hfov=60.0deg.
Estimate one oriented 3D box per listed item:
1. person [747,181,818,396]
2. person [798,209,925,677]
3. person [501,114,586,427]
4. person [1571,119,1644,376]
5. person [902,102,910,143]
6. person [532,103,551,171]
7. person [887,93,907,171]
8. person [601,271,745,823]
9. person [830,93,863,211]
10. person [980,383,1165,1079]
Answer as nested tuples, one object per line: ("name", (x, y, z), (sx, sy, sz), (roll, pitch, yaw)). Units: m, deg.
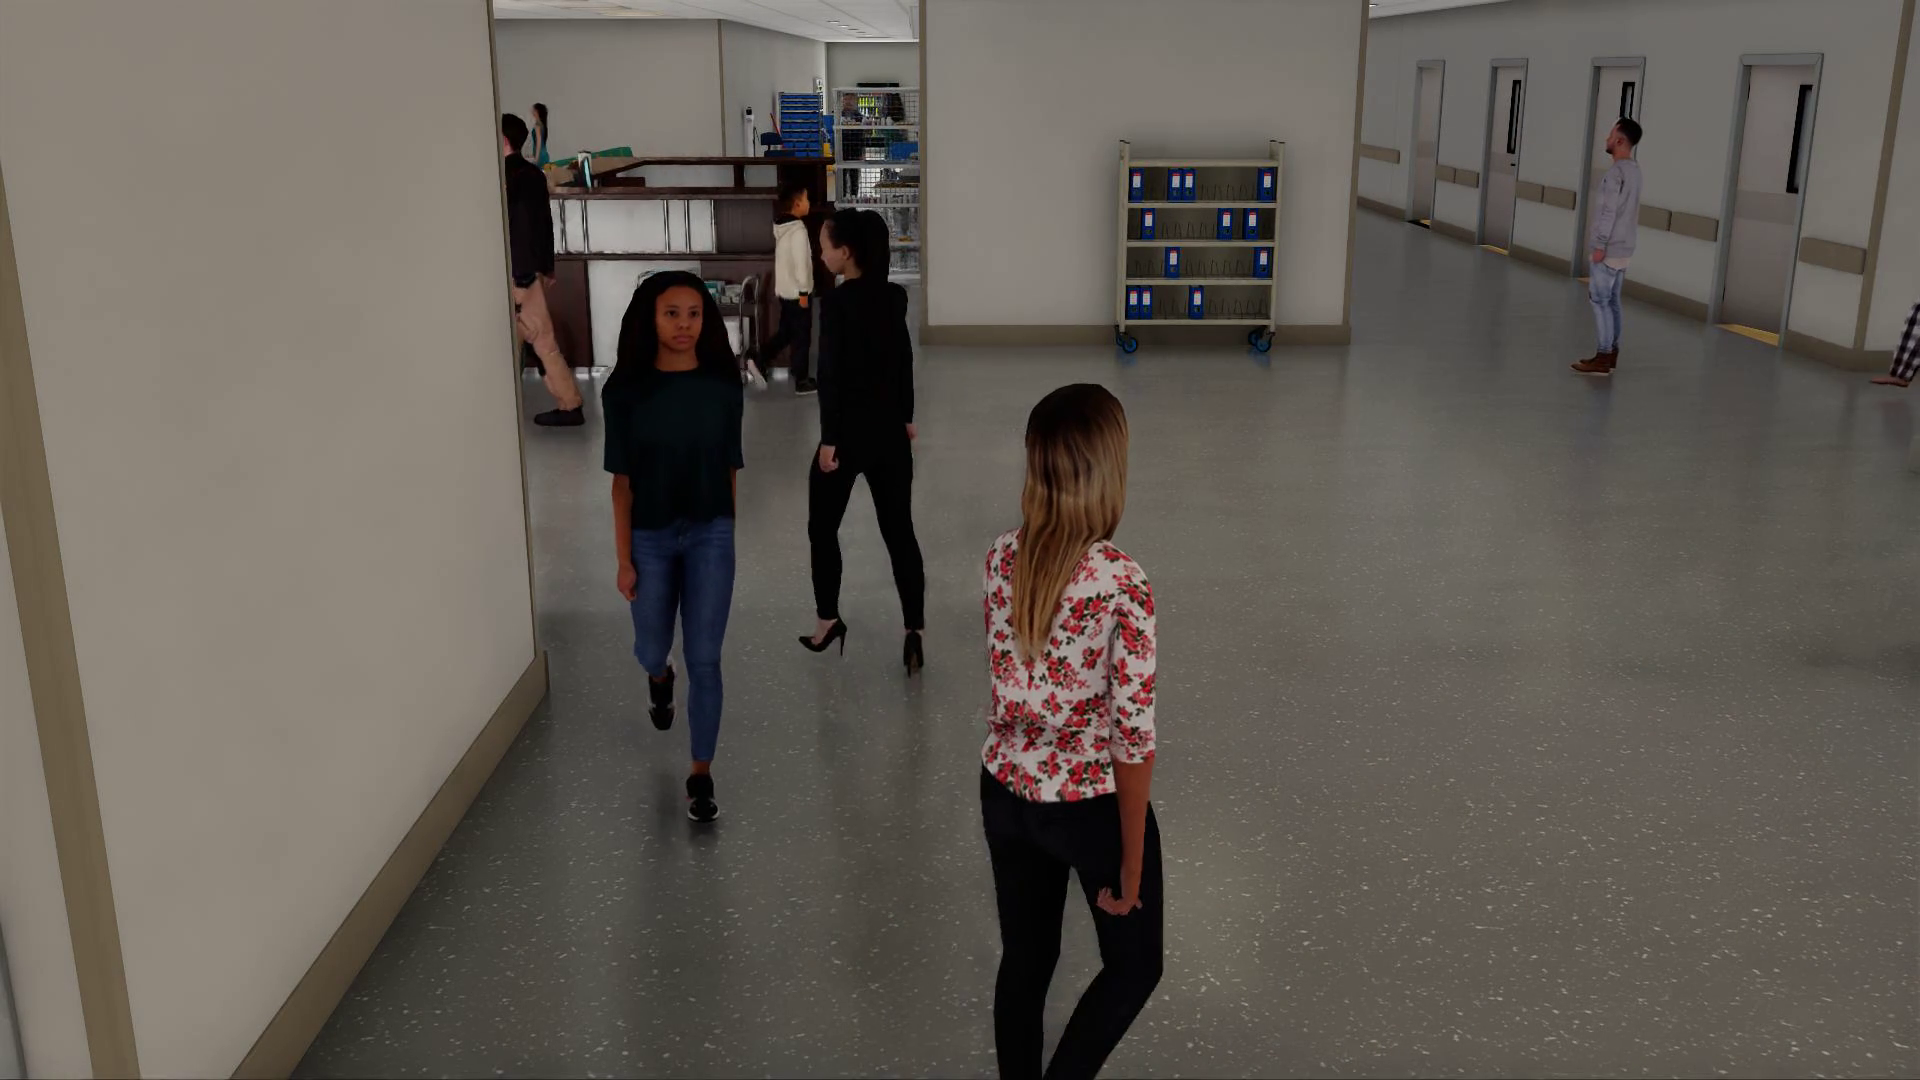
("person", (-1.193, -1.698, 11.324), (0.896, 1.447, 0.770), (-7, 17, -23))
("person", (-0.297, -0.317, 5.973), (0.858, 1.691, 0.920), (-11, 19, -34))
("person", (-2.588, -1.589, 10.153), (1.241, 1.873, 0.844), (2, 16, 8))
("person", (4.800, -2.157, 12.230), (0.792, 1.837, 0.762), (12, 20, 37))
("person", (-1.424, -9.709, 39.746), (0.852, 1.442, 0.899), (13, 20, 39))
("person", (-6.528, -5.948, 25.954), (0.468, 1.688, 0.559), (-1, 16, -2))
("person", (-1.420, -9.057, 36.938), (1.072, 1.710, 0.826), (3, 16, 12))
("person", (-0.870, -0.003, 5.037), (1.007, 1.595, 0.816), (-5, 16, -16))
("person", (-1.733, -5.926, 25.615), (1.143, 1.828, 0.751), (1, 16, 3))
("person", (0.142, 0.529, 3.101), (0.765, 1.621, 0.821), (12, 20, 37))
